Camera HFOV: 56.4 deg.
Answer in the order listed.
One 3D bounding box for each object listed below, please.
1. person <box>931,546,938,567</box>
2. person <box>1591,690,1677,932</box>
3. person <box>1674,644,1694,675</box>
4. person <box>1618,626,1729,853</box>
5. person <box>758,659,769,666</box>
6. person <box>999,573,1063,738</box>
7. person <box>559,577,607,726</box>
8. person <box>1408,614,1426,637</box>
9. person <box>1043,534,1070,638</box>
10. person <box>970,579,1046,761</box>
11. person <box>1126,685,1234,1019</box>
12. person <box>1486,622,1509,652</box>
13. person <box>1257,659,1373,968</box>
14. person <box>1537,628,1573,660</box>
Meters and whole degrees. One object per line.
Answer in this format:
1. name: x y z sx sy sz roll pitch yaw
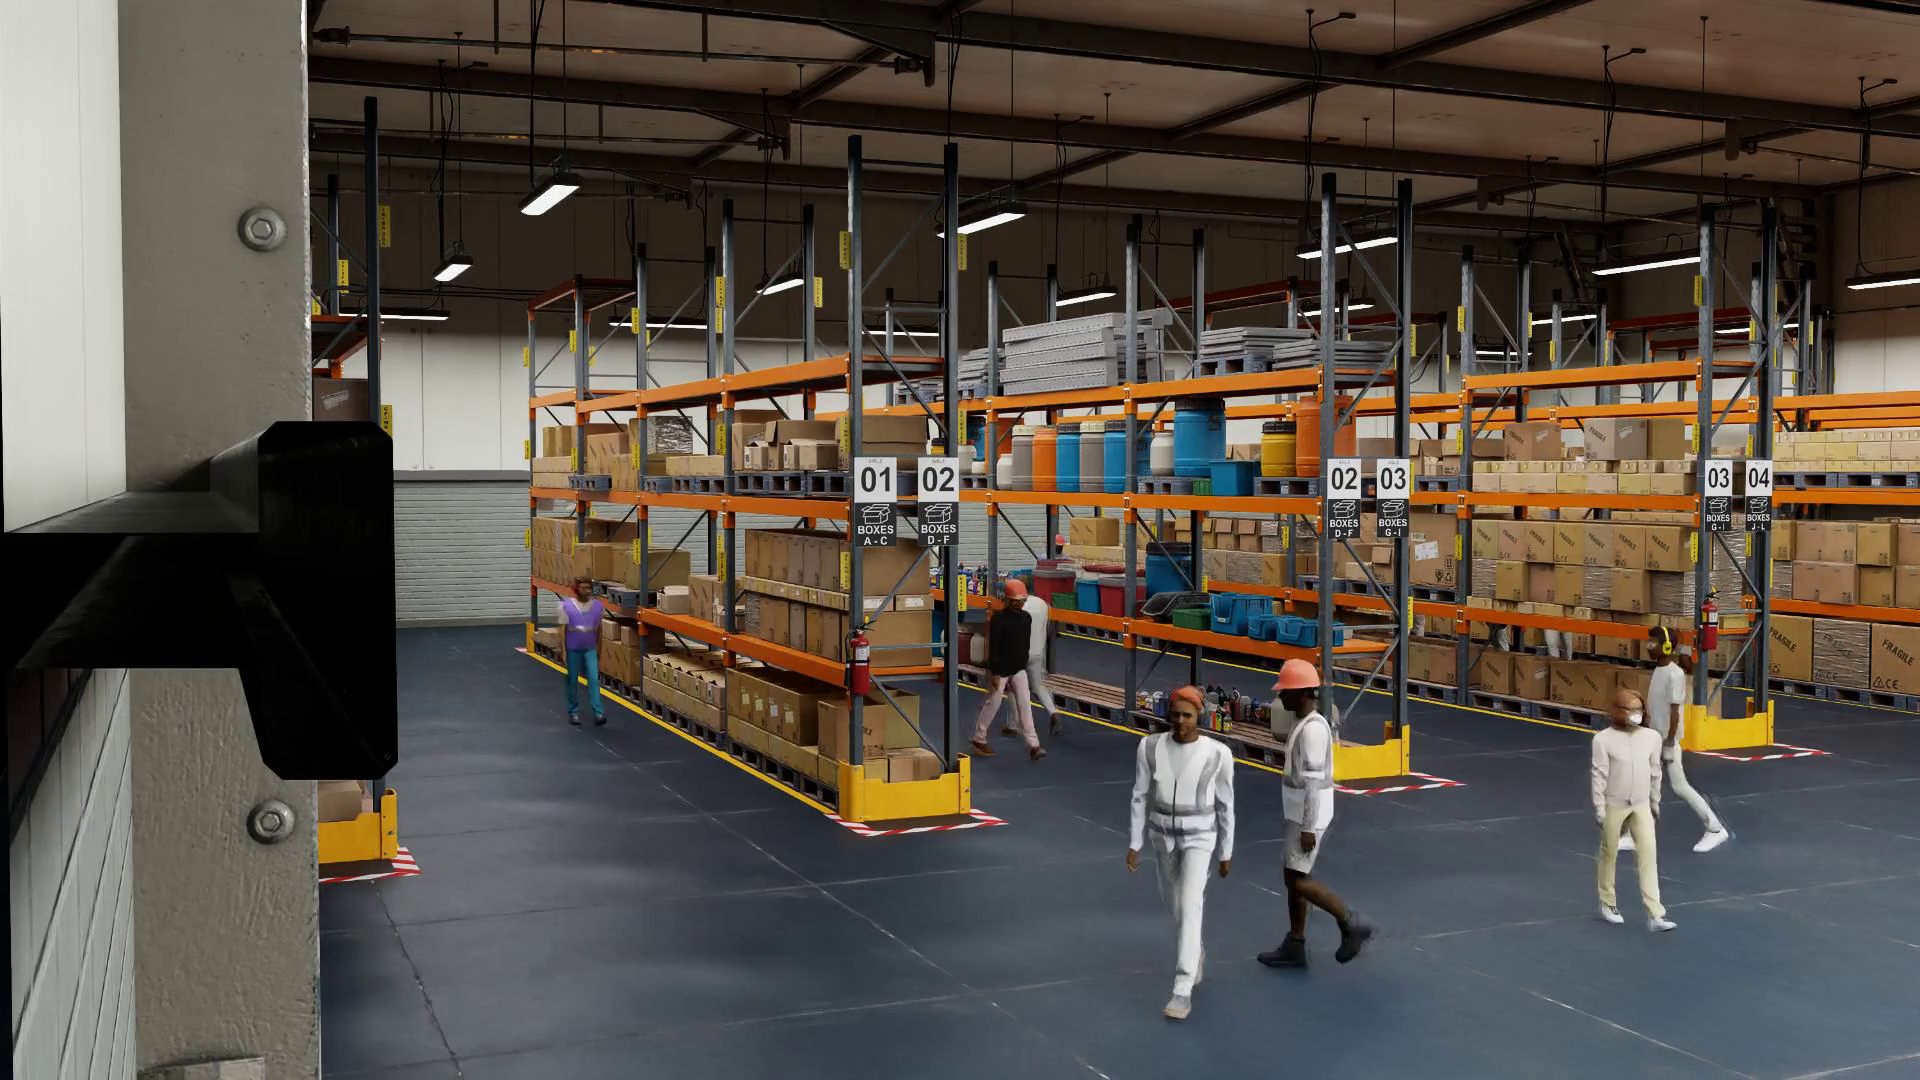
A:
1. person: -0.401 0.757 34.510 0.406 1.987 0.615 1 2 27
2. person: 4.487 1.808 11.940 0.528 1.595 0.801 0 2 -5
3. person: 9.368 1.177 23.062 0.631 2.022 0.468 0 2 -11
4. person: 5.753 1.602 14.469 0.941 1.836 0.530 0 2 3
5. person: -2.815 1.133 24.933 0.638 1.958 0.919 -1 3 -31
6. person: 0.801 1.332 20.549 0.637 1.913 0.844 -2 3 -36
7. person: -4.534 1.344 21.552 0.578 1.797 0.938 -1 2 -26
8. person: 7.430 1.029 29.441 0.674 1.832 0.494 0 2 10
9. person: 1.805 0.848 32.982 0.560 1.912 0.576 -1 3 -30
10. person: 0.512 1.377 19.090 0.663 1.932 1.053 -2 3 -39
11. person: 1.321 1.752 10.441 0.578 1.850 0.929 1 2 27
12. person: 7.898 1.098 26.357 0.366 1.926 0.592 0 2 -9
13. person: 2.177 1.691 11.037 0.579 1.919 0.554 0 2 4
14. person: 8.754 1.176 26.156 0.716 1.781 0.882 1 2 28
